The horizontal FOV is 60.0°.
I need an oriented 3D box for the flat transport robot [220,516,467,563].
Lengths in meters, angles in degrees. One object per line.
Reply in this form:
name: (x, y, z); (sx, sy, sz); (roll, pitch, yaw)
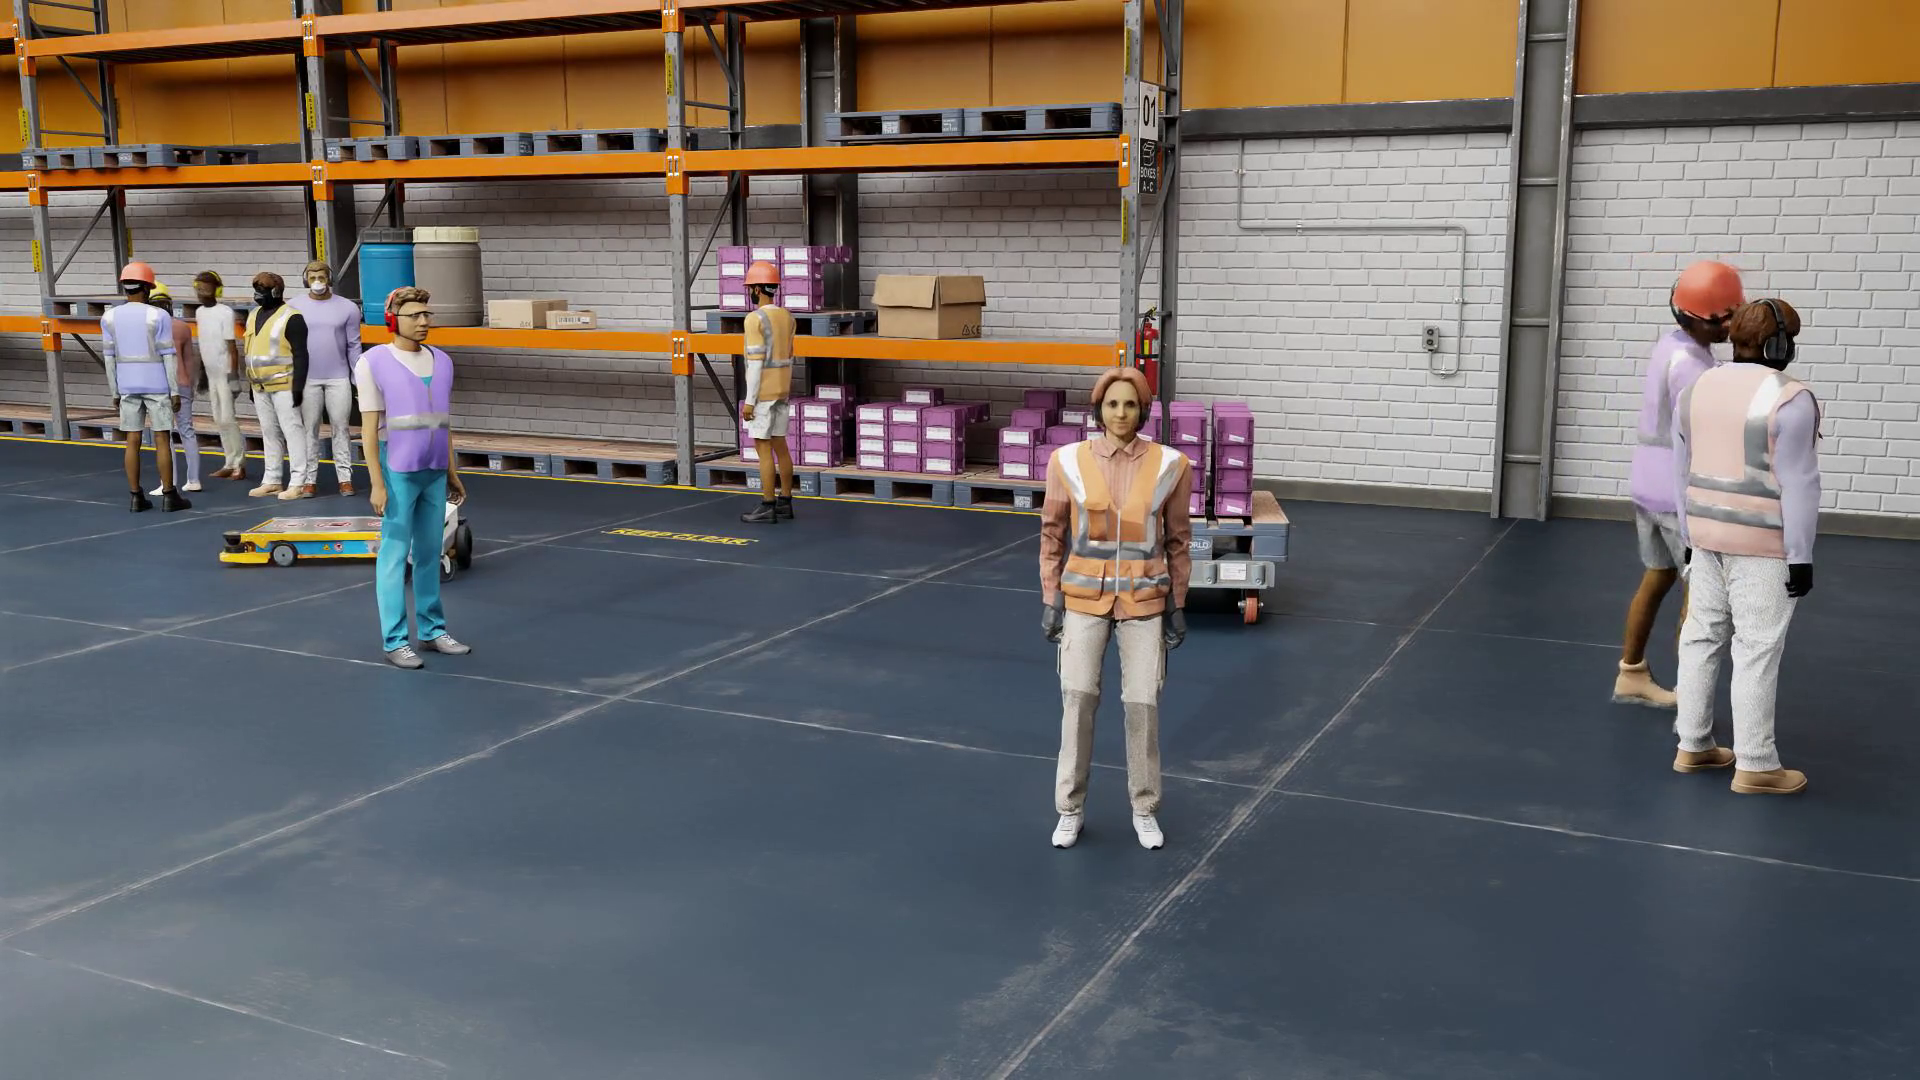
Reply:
flat transport robot: (-4.021, -0.011, 10.935); (1.431, 0.197, 0.652); (-1, 10, -4)

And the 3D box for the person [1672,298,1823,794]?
person: (2.967, 0.021, 6.260); (0.429, 1.845, 0.621); (-4, 11, -20)

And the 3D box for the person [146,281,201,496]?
person: (-6.554, -1.241, 13.716); (0.326, 1.763, 0.533); (5, 11, 25)

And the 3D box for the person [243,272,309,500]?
person: (-5.571, -1.249, 13.531); (0.619, 1.845, 0.430); (5, 11, 28)

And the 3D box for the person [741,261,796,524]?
person: (-1.446, -1.088, 12.337); (0.358, 1.936, 0.552); (5, 11, 26)

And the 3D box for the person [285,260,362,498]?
person: (-5.207, -1.313, 13.620); (0.627, 1.940, 0.371); (-4, 11, -22)

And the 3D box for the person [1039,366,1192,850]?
person: (0.523, 0.232, 5.629); (0.514, 1.642, 0.307); (0, 10, 3)

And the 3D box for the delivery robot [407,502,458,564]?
delivery robot: (-3.325, -0.084, 10.275); (0.477, 0.478, 0.707); (-1, 10, -8)

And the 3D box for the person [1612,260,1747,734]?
person: (3.070, -0.182, 7.028); (0.453, 1.981, 0.653); (1, 10, 8)

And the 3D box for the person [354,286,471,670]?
person: (-2.687, -0.312, 8.152); (0.390, 1.847, 0.563); (5, 11, 27)

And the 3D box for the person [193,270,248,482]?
person: (-6.506, -1.430, 14.570); (0.596, 1.848, 0.385); (7, 12, 34)

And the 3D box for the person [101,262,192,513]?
person: (-6.275, -1.168, 12.823); (0.542, 1.929, 0.368); (0, 10, -1)
